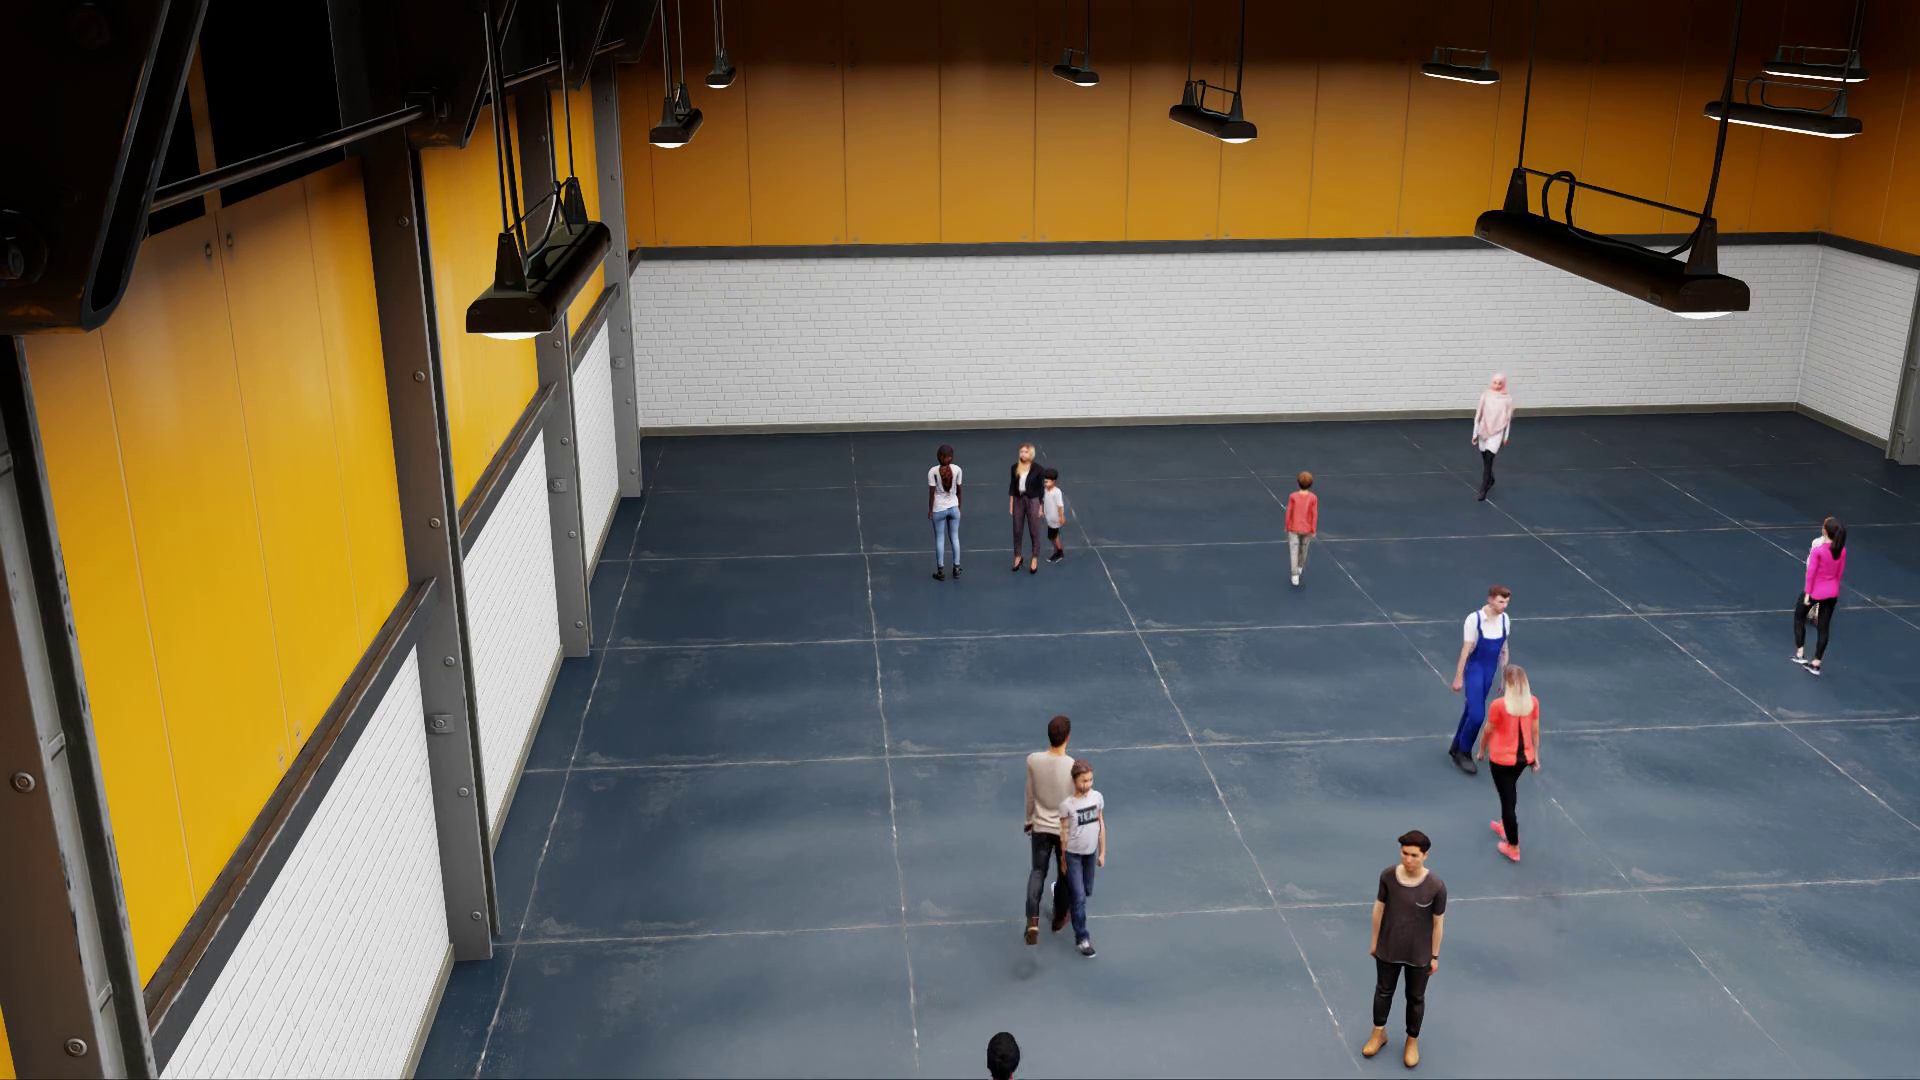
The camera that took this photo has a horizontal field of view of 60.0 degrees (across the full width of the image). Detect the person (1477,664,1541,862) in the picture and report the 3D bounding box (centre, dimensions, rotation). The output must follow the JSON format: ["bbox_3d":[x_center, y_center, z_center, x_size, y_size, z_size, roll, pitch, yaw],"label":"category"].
[{"bbox_3d":[4.651,1.889,13.884,0.711,1.671,0.855,-5,19,-15],"label":"person"}]

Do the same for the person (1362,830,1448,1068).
[{"bbox_3d":[3.026,2.736,11.294,0.708,1.717,0.724,9,21,26],"label":"person"}]

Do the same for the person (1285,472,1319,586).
[{"bbox_3d":[4.152,-0.118,20.293,0.659,1.383,0.974,3,19,8],"label":"person"}]

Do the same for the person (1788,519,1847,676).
[{"bbox_3d":[9.174,0.624,17.622,0.590,1.682,0.656,-1,19,-2],"label":"person"}]

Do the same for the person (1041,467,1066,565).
[{"bbox_3d":[1.240,-0.329,21.135,0.659,1.245,0.582,-13,23,-34],"label":"person"}]

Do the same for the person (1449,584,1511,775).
[{"bbox_3d":[4.825,1.229,15.602,0.762,1.824,0.822,-6,19,-16],"label":"person"}]

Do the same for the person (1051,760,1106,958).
[{"bbox_3d":[0.874,2.360,12.686,0.757,1.542,0.995,-9,21,-25],"label":"person"}]

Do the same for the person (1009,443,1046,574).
[{"bbox_3d":[0.837,-0.406,20.699,0.680,1.670,0.677,6,20,18],"label":"person"}]

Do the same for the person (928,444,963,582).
[{"bbox_3d":[-0.174,-0.353,20.463,0.632,1.719,0.600,-6,20,-18],"label":"person"}]

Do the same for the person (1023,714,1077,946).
[{"bbox_3d":[0.678,2.230,12.588,0.916,1.850,1.121,6,20,18],"label":"person"}]

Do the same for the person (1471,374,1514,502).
[{"bbox_3d":[7.592,-1.485,23.765,1.124,1.758,1.262,12,22,31],"label":"person"}]

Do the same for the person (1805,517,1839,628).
[{"bbox_3d":[9.845,0.382,18.938,0.613,1.300,0.638,6,19,17],"label":"person"}]
